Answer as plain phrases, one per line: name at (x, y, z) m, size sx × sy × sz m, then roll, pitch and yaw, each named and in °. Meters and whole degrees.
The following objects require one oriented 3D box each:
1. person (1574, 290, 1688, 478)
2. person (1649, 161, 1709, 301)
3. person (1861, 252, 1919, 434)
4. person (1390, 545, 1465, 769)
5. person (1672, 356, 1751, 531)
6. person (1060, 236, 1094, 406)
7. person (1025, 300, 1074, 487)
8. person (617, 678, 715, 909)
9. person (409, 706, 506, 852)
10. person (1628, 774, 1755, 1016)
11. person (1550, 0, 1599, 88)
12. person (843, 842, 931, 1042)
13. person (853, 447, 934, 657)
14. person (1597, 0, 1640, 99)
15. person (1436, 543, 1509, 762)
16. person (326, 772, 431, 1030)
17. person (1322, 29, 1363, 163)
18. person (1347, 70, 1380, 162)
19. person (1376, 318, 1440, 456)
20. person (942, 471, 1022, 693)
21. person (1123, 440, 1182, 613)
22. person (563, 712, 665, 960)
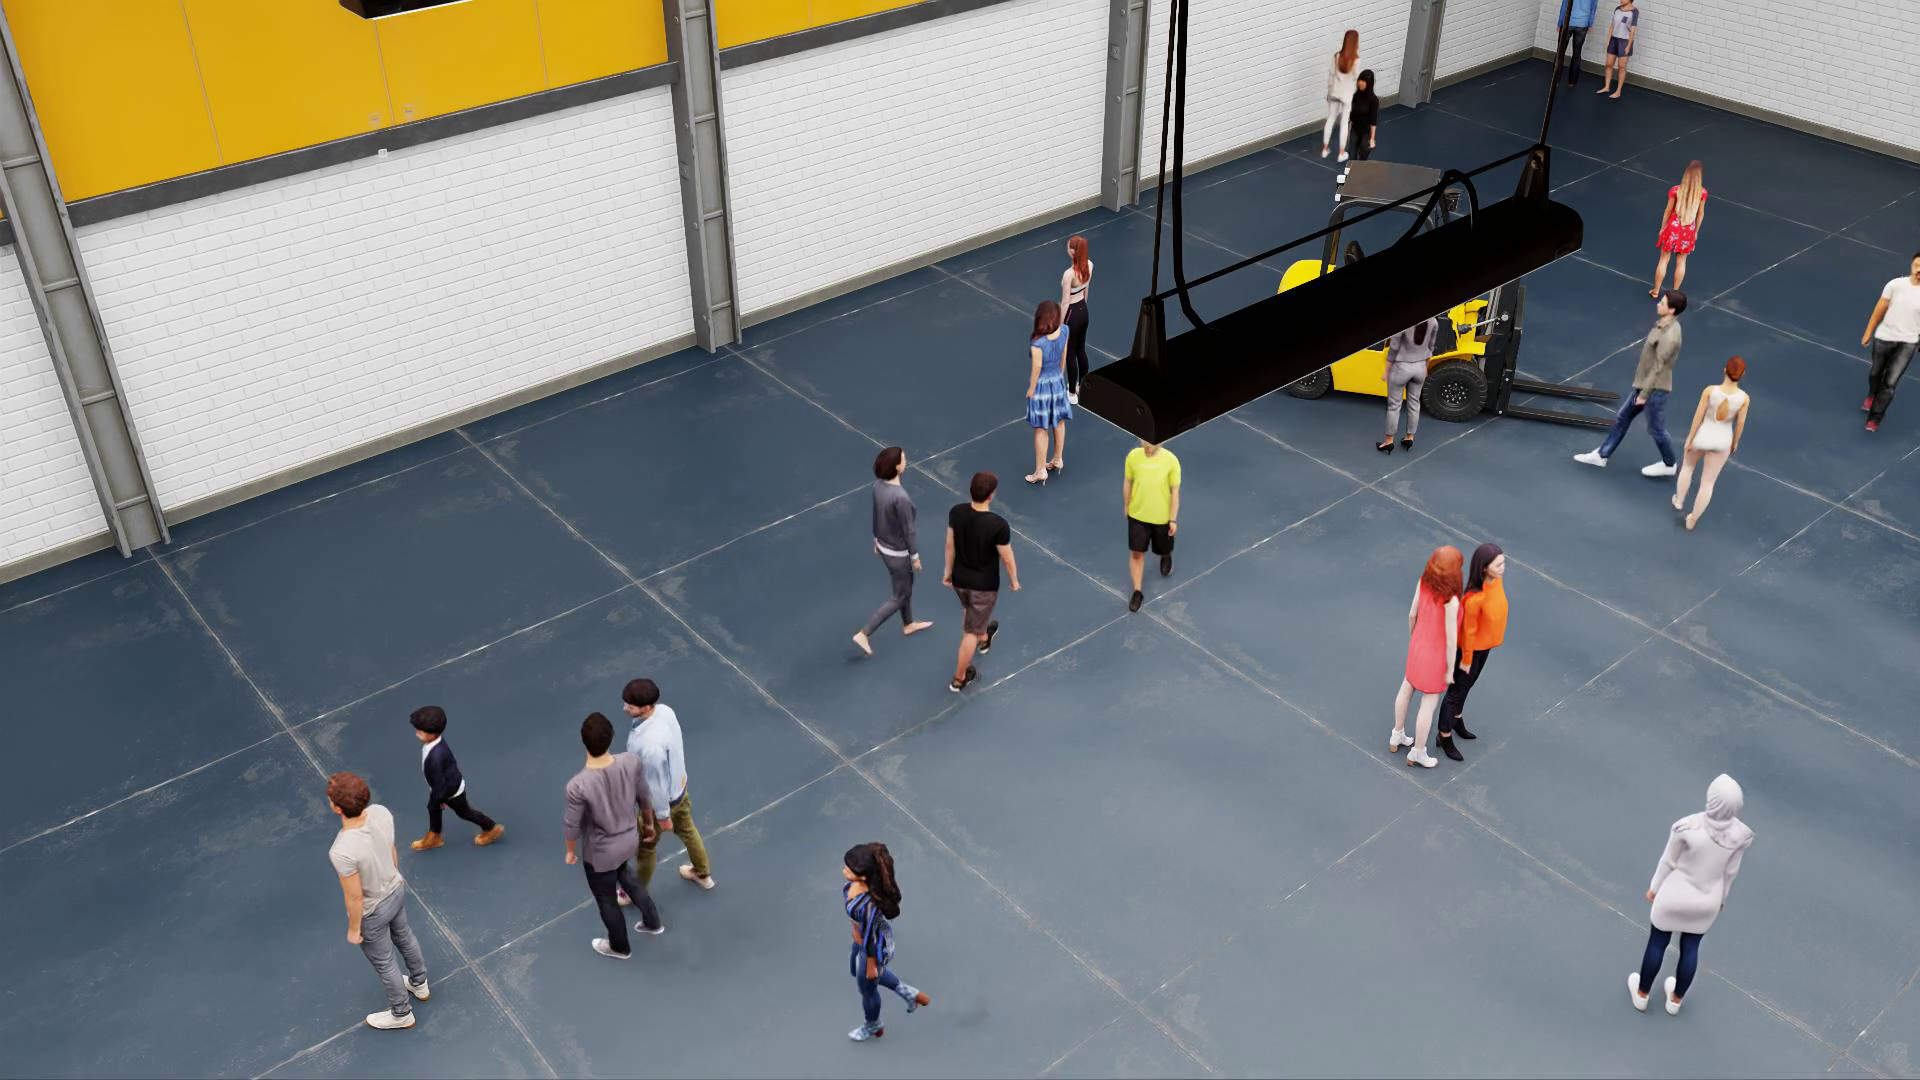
person at (6.351, -1.353, 15.027) m, size 1.188 × 1.819 × 1.203 m, roll 8°, pitch 34°, yaw 12°
person at (7.920, -3.404, 18.318) m, size 0.663 × 1.592 × 0.698 m, roll 9°, pitch 35°, yaw 13°
person at (9.013, -1.958, 15.988) m, size 0.879 × 1.762 × 1.202 m, roll 21°, pitch 39°, yaw 29°
person at (3.306, 0.819, 11.752) m, size 0.612 × 1.827 × 0.652 m, roll -13°, pitch 36°, yaw -18°
person at (6.489, -0.802, 14.372) m, size 0.768 × 1.627 × 0.859 m, roll 12°, pitch 35°, yaw 18°
person at (1.130, -2.168, 16.323) m, size 0.683 × 1.742 × 0.509 m, roll 25°, pitch 41°, yaw 32°
person at (0.783, -1.336, 15.015) m, size 0.751 × 1.805 × 0.548 m, roll 28°, pitch 42°, yaw 35°
person at (-1.818, 1.616, 10.589) m, size 1.088 × 1.787 × 1.025 m, roll 3°, pitch 34°, yaw 5°
person at (-3.387, 1.608, 11.131) m, size 0.910 × 1.201 × 0.694 m, roll -11°, pitch 35°, yaw -16°
person at (4.316, 2.117, 9.847) m, size 0.683 × 1.775 × 0.736 m, roll 4°, pitch 34°, yaw 6°
person at (9.029, -7.592, 24.414) m, size 0.745 × 1.819 × 0.773 m, roll 7°, pitch 34°, yaw 11°
person at (-0.440, 2.340, 9.664) m, size 0.870 × 1.607 × 0.795 m, roll -4°, pitch 34°, yaw -5°
person at (-0.570, 0.109, 12.890) m, size 1.031 × 1.750 × 0.712 m, roll -18°, pitch 37°, yaw -25°
person at (9.584, -7.234, 24.105) m, size 0.547 × 1.564 × 0.595 m, roll -20°, pitch 39°, yaw -28°
person at (3.660, 0.769, 11.898) m, size 0.733 × 1.748 × 0.575 m, roll 22°, pitch 39°, yaw 29°
person at (-3.422, 2.108, 9.749) m, size 0.796 × 1.898 × 0.701 m, roll 8°, pitch 34°, yaw 11°
person at (5.031, -5.853, 21.898) m, size 0.653 × 1.708 × 0.600 m, roll 22°, pitch 40°, yaw 30°
person at (5.089, -5.100, 20.838) m, size 0.796 × 1.627 × 0.567 m, roll -25°, pitch 41°, yaw -32°
person at (4.162, -1.563, 15.470) m, size 0.672 × 1.678 × 0.774 m, roll -8°, pitch 34°, yaw -11°
person at (0.061, 0.351, 12.456) m, size 0.913 × 1.828 × 1.155 m, roll 16°, pitch 37°, yaw 23°
person at (1.574, -0.268, 13.514) m, size 0.957 × 1.687 × 1.106 m, roll 10°, pitch 35°, yaw 15°
person at (-2.064, 1.859, 10.175) m, size 0.801 × 1.841 × 0.666 m, roll 25°, pitch 41°, yaw 32°
